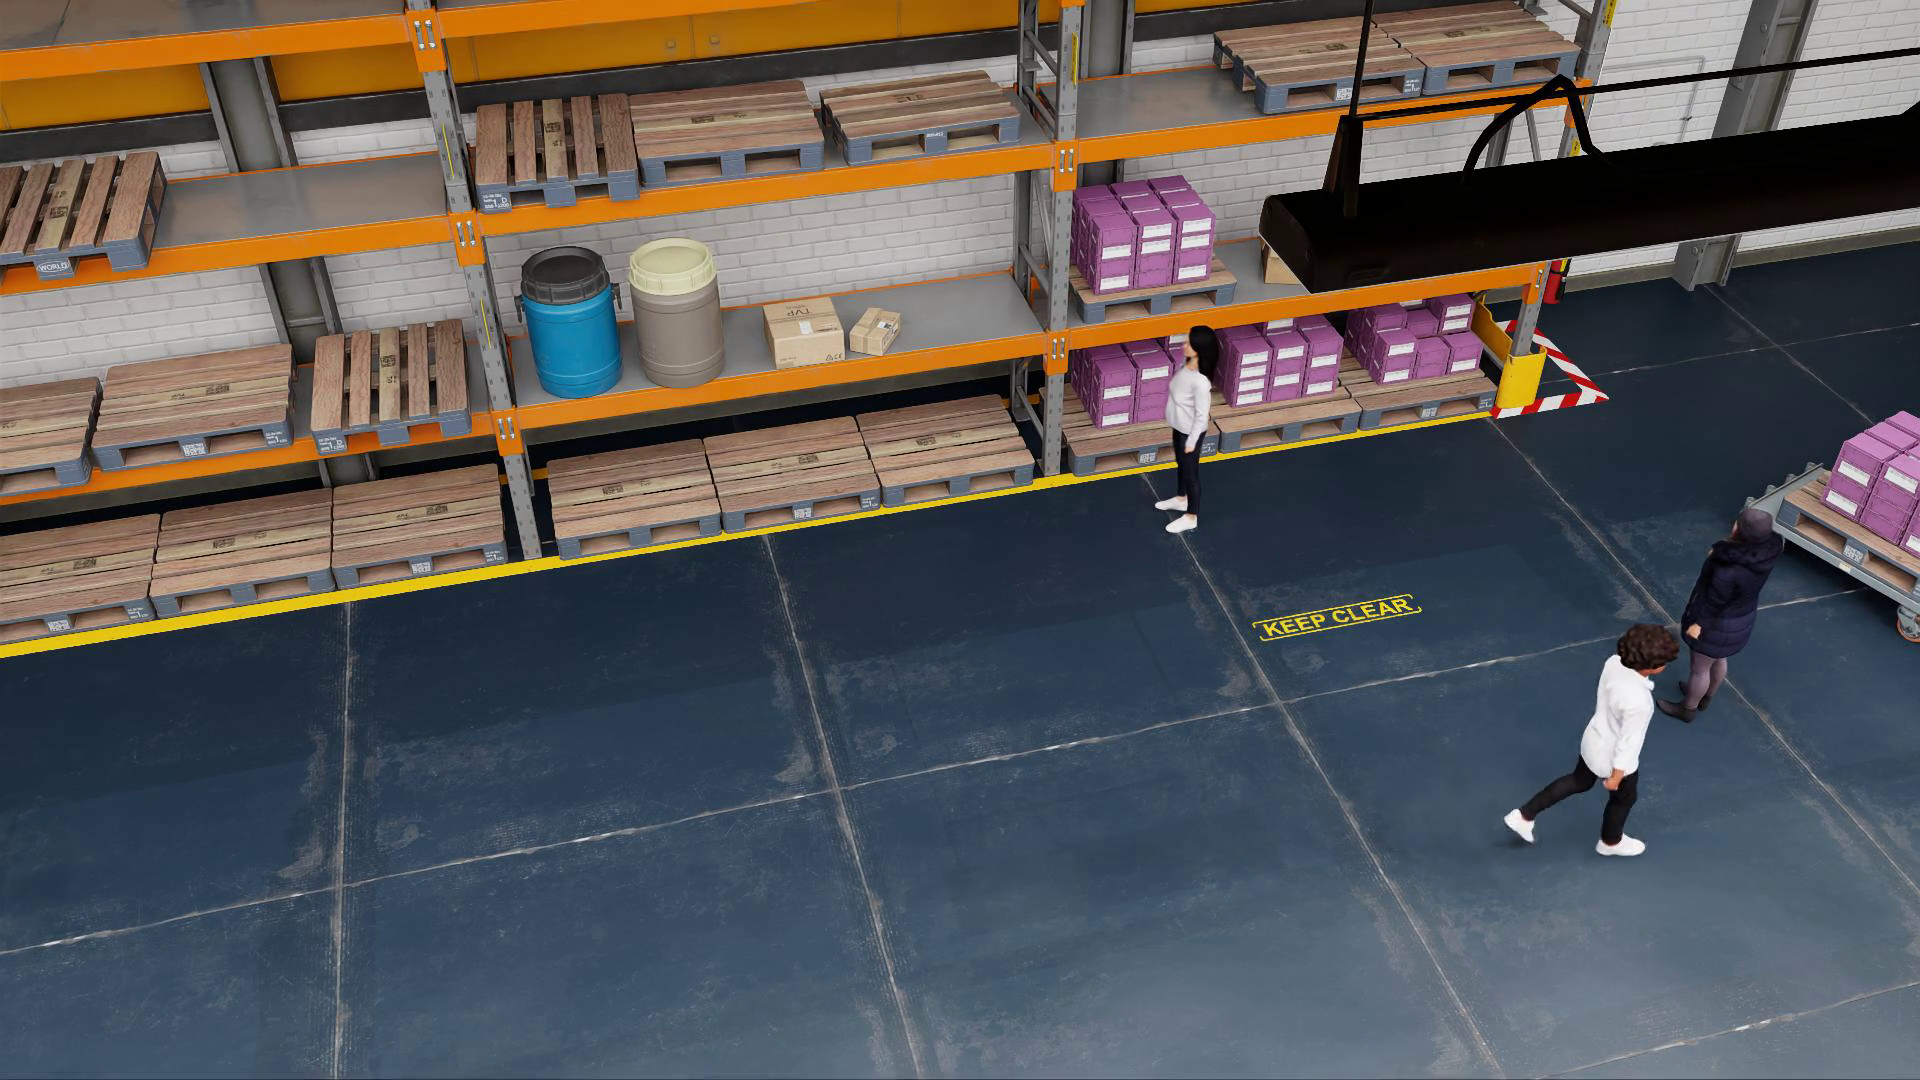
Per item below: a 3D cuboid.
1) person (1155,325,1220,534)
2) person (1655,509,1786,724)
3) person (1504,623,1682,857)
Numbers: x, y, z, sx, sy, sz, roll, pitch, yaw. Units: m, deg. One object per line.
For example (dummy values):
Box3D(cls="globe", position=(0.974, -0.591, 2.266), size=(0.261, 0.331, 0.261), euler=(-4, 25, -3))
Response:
Box3D(cls="person", position=(1.672, -0.821, 12.072), size=(0.575, 1.700, 0.634), euler=(-6, 39, -7))
Box3D(cls="person", position=(4.803, 0.474, 10.471), size=(0.721, 1.674, 0.828), euler=(-25, 45, -28))
Box3D(cls="person", position=(3.652, 1.166, 9.515), size=(1.132, 1.786, 0.776), euler=(-1, 39, -2))
